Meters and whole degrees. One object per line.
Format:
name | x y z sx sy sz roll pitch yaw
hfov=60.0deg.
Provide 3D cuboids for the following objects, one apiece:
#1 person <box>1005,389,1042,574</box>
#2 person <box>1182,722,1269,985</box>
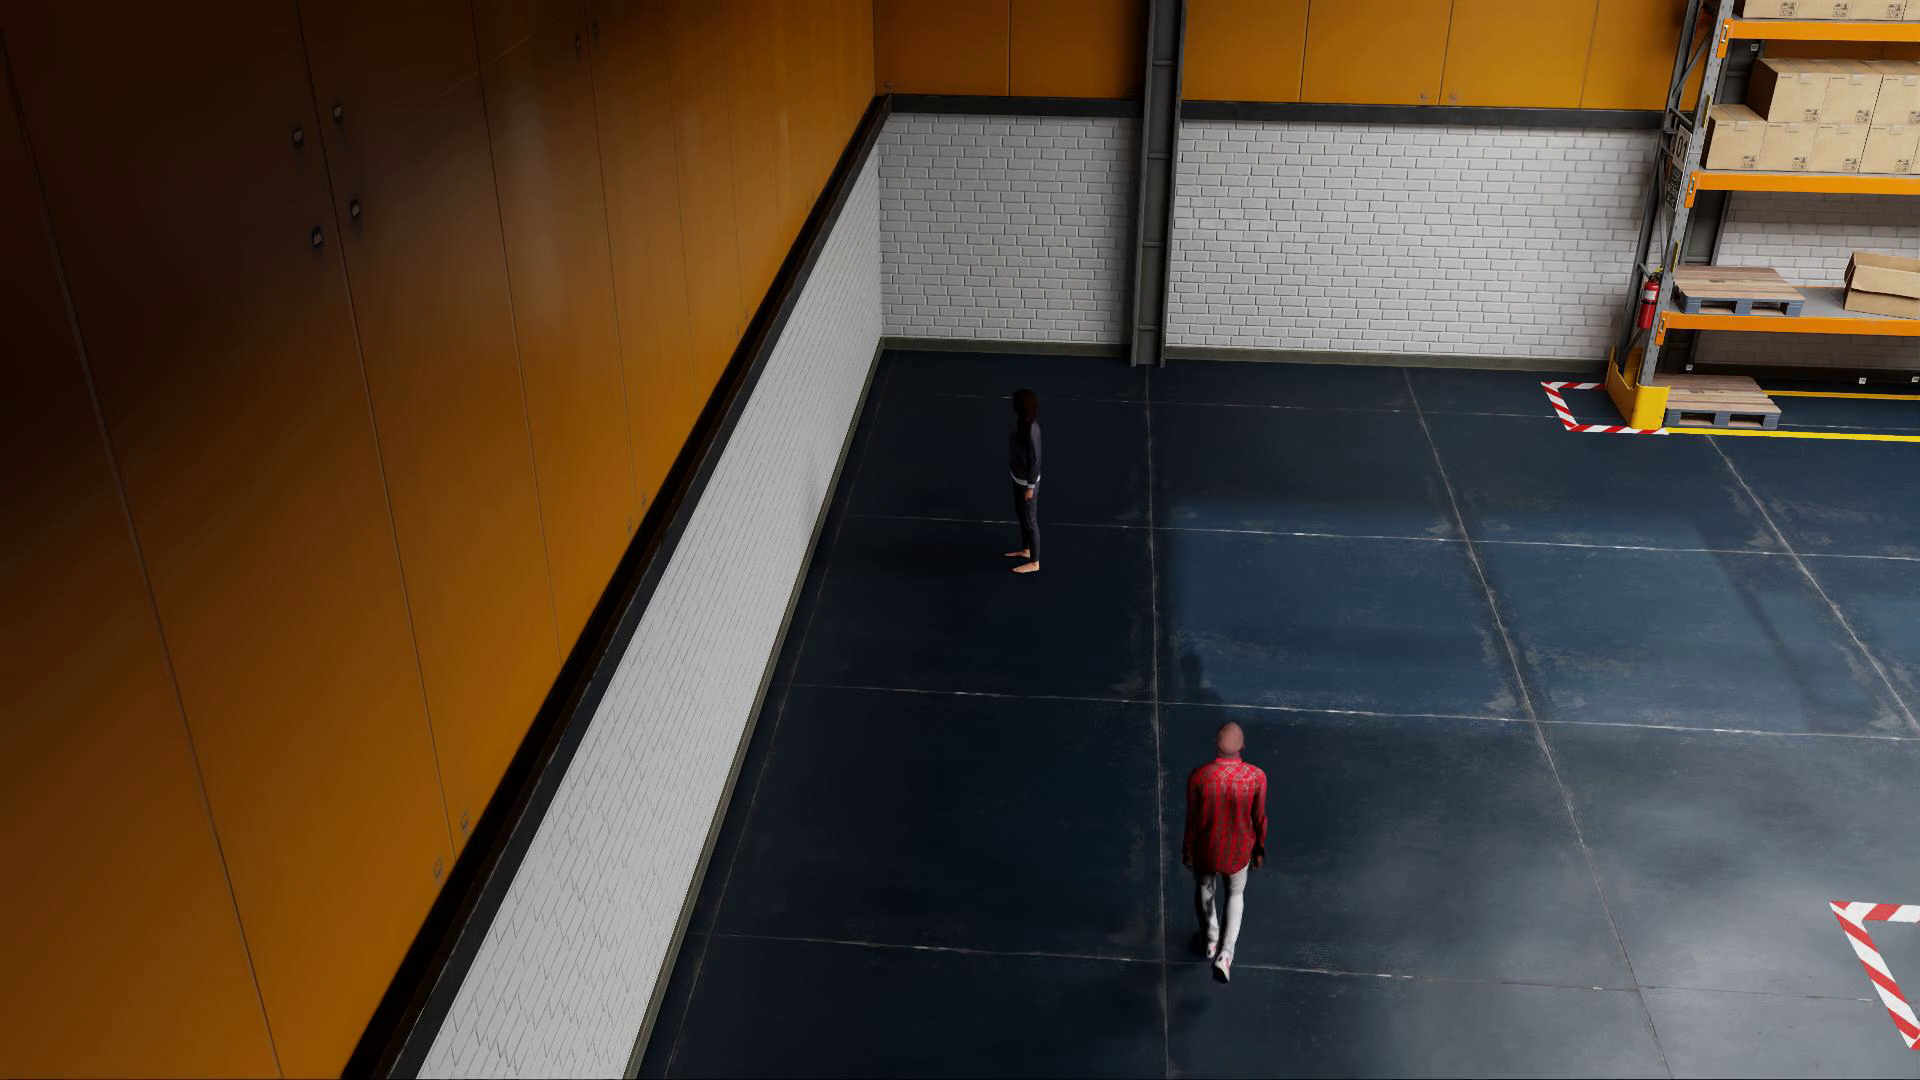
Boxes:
person | 0.597 -0.554 15.009 0.618 1.770 0.673 -6 29 -11
person | 1.625 1.968 10.350 0.908 1.803 0.751 4 29 7
